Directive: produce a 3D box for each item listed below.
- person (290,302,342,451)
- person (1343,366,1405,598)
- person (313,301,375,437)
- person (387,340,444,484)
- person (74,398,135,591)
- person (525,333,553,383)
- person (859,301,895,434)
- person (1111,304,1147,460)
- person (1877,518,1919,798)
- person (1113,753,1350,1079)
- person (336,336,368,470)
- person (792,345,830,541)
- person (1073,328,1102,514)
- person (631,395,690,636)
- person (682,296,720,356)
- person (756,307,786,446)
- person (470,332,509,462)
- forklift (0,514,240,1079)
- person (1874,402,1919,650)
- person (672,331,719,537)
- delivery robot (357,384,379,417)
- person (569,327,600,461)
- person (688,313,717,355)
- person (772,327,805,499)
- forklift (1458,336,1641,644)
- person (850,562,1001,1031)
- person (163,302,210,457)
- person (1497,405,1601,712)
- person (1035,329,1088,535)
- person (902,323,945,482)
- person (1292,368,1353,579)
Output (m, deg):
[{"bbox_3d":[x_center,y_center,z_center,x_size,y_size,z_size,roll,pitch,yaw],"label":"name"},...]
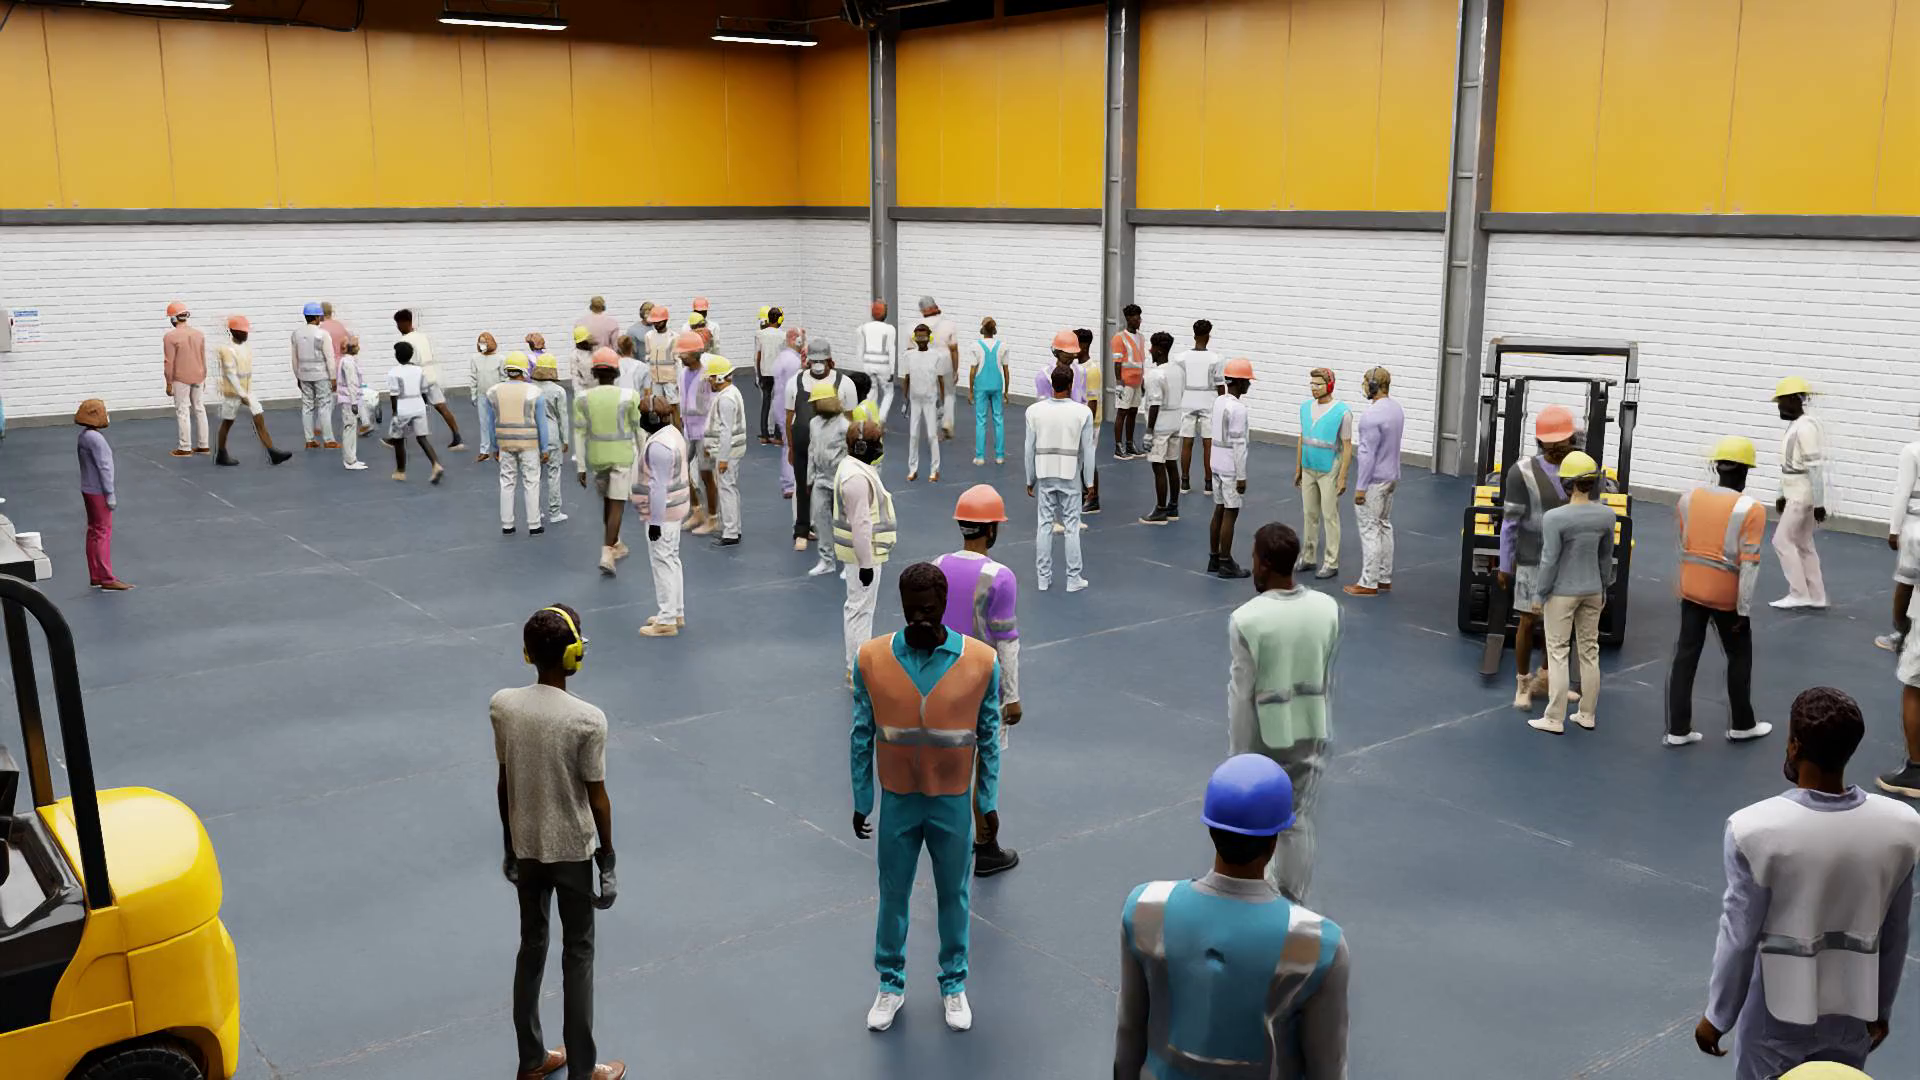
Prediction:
[{"bbox_3d":[-8.425,-2.134,21.769,0.618,1.944,0.397,3,12,15],"label":"person"},{"bbox_3d":[3.469,-0.483,13.852,0.374,1.929,0.636,8,14,35],"label":"person"},{"bbox_3d":[-8.589,-2.346,22.966,1.034,1.894,0.635,4,12,19],"label":"person"},{"bbox_3d":[-6.344,-1.479,19.274,0.783,1.670,0.532,9,15,37],"label":"person"},{"bbox_3d":[-7.277,-0.384,14.076,0.283,1.634,0.498,-11,16,-42],"label":"person"},{"bbox_3d":[-5.263,-1.778,20.821,0.313,1.630,0.528,6,13,26],"label":"person"},{"bbox_3d":[-1.138,-2.376,23.124,0.570,1.868,0.409,4,12,19],"label":"person"},{"bbox_3d":[2.165,-2.012,21.131,0.367,1.966,0.604,9,15,38],"label":"person"},{"bbox_3d":[5.480,0.503,9.081,0.719,1.937,0.374,7,13,29],"label":"person"},{"bbox_3d":[0.692,1.492,4.289,0.615,1.940,0.416,5,13,22],"label":"person"},{"bbox_3d":[-7.444,-1.676,20.334,0.318,1.630,0.513,-5,13,-24],"label":"person"},{"bbox_3d":[-1.448,-0.950,16.181,0.394,1.900,0.646,1,12,4],"label":"person"},{"bbox_3d":[1.304,-1.254,17.505,0.367,1.958,0.609,-2,12,-12],"label":"person"},{"bbox_3d":[-2.277,-0.191,12.676,0.429,1.832,0.635,0,12,-1],"label":"person"},{"bbox_3d":[-3.580,-2.412,23.137,0.549,1.937,0.358,-6,13,-27],"label":"person"},{"bbox_3d":[-2.484,-2.182,22.237,0.530,1.856,0.346,3,12,16],"label":"person"},{"bbox_3d":[-5.892,-1.790,20.867,0.501,1.632,0.280,2,12,9],"label":"person"},{"bbox_3d":[-3.687,1.115,5.480,2.313,2.155,1.214,-9,15,-36],"label":"forklift"},{"bbox_3d":[7.043,-0.103,12.130,0.578,1.879,0.345,-2,12,-9],"label":"person"},{"bbox_3d":[-2.574,-1.023,16.217,0.612,2.020,0.482,11,16,43],"label":"person"},{"bbox_3d":[-8.811,-2.068,24.601,0.477,0.478,0.707,-3,12,-13],"label":"delivery robot"},{"bbox_3d":[-4.629,-1.832,20.904,0.557,1.708,0.350,-9,15,-38],"label":"person"},{"bbox_3d":[-3.529,-2.225,22.723,0.530,1.740,0.498,-10,15,-40],"label":"person"},{"bbox_3d":[-1.868,-1.412,18.445,0.403,1.890,0.724,-3,12,-14],"label":"person"},{"bbox_3d":[4.683,-0.471,13.136,1.214,2.155,2.313,4,12,20],"label":"forklift"},{"bbox_3d":[-0.136,1.013,6.639,0.594,1.917,0.373,0,12,2],"label":"person"},{"bbox_3d":[-9.925,-2.056,21.314,0.411,1.983,0.617,5,13,24],"label":"person"},{"bbox_3d":[3.808,0.120,10.708,0.671,2.018,0.516,-1,12,-7],"label":"person"},{"bbox_3d":[1.029,-1.063,16.408,0.613,2.031,0.403,-9,15,-36],"label":"person"},{"bbox_3d":[-0.426,-1.597,19.397,0.514,1.861,0.322,3,12,16],"label":"person"},{"bbox_3d":[3.174,-0.589,14.552,0.375,1.843,0.575,-8,14,-34],"label":"person"}]
